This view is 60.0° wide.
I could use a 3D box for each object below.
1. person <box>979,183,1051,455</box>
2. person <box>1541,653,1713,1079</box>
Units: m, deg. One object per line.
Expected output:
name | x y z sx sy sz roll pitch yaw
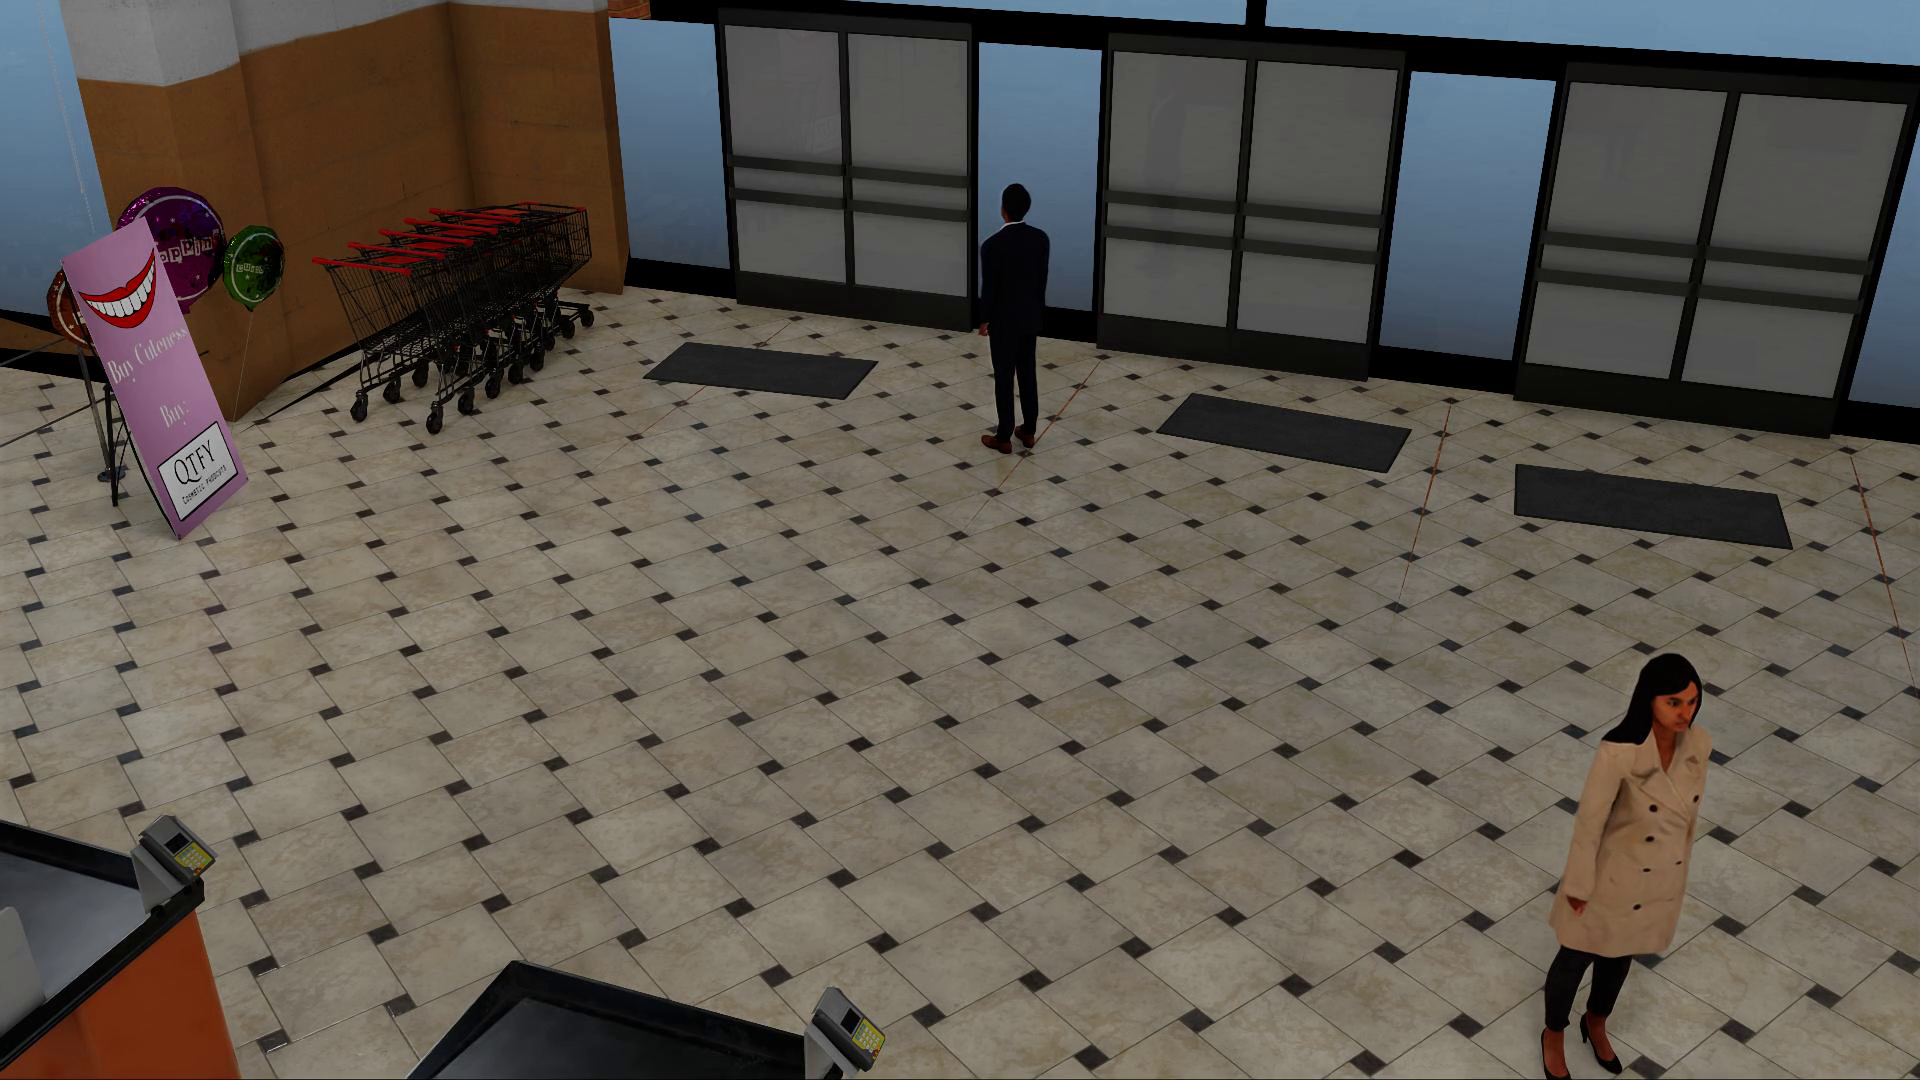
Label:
person | 0.342 -1.381 10.450 0.683 1.728 0.767 -15 31 -27
person | 2.224 1.115 5.578 0.718 1.682 0.734 -7 28 -14
